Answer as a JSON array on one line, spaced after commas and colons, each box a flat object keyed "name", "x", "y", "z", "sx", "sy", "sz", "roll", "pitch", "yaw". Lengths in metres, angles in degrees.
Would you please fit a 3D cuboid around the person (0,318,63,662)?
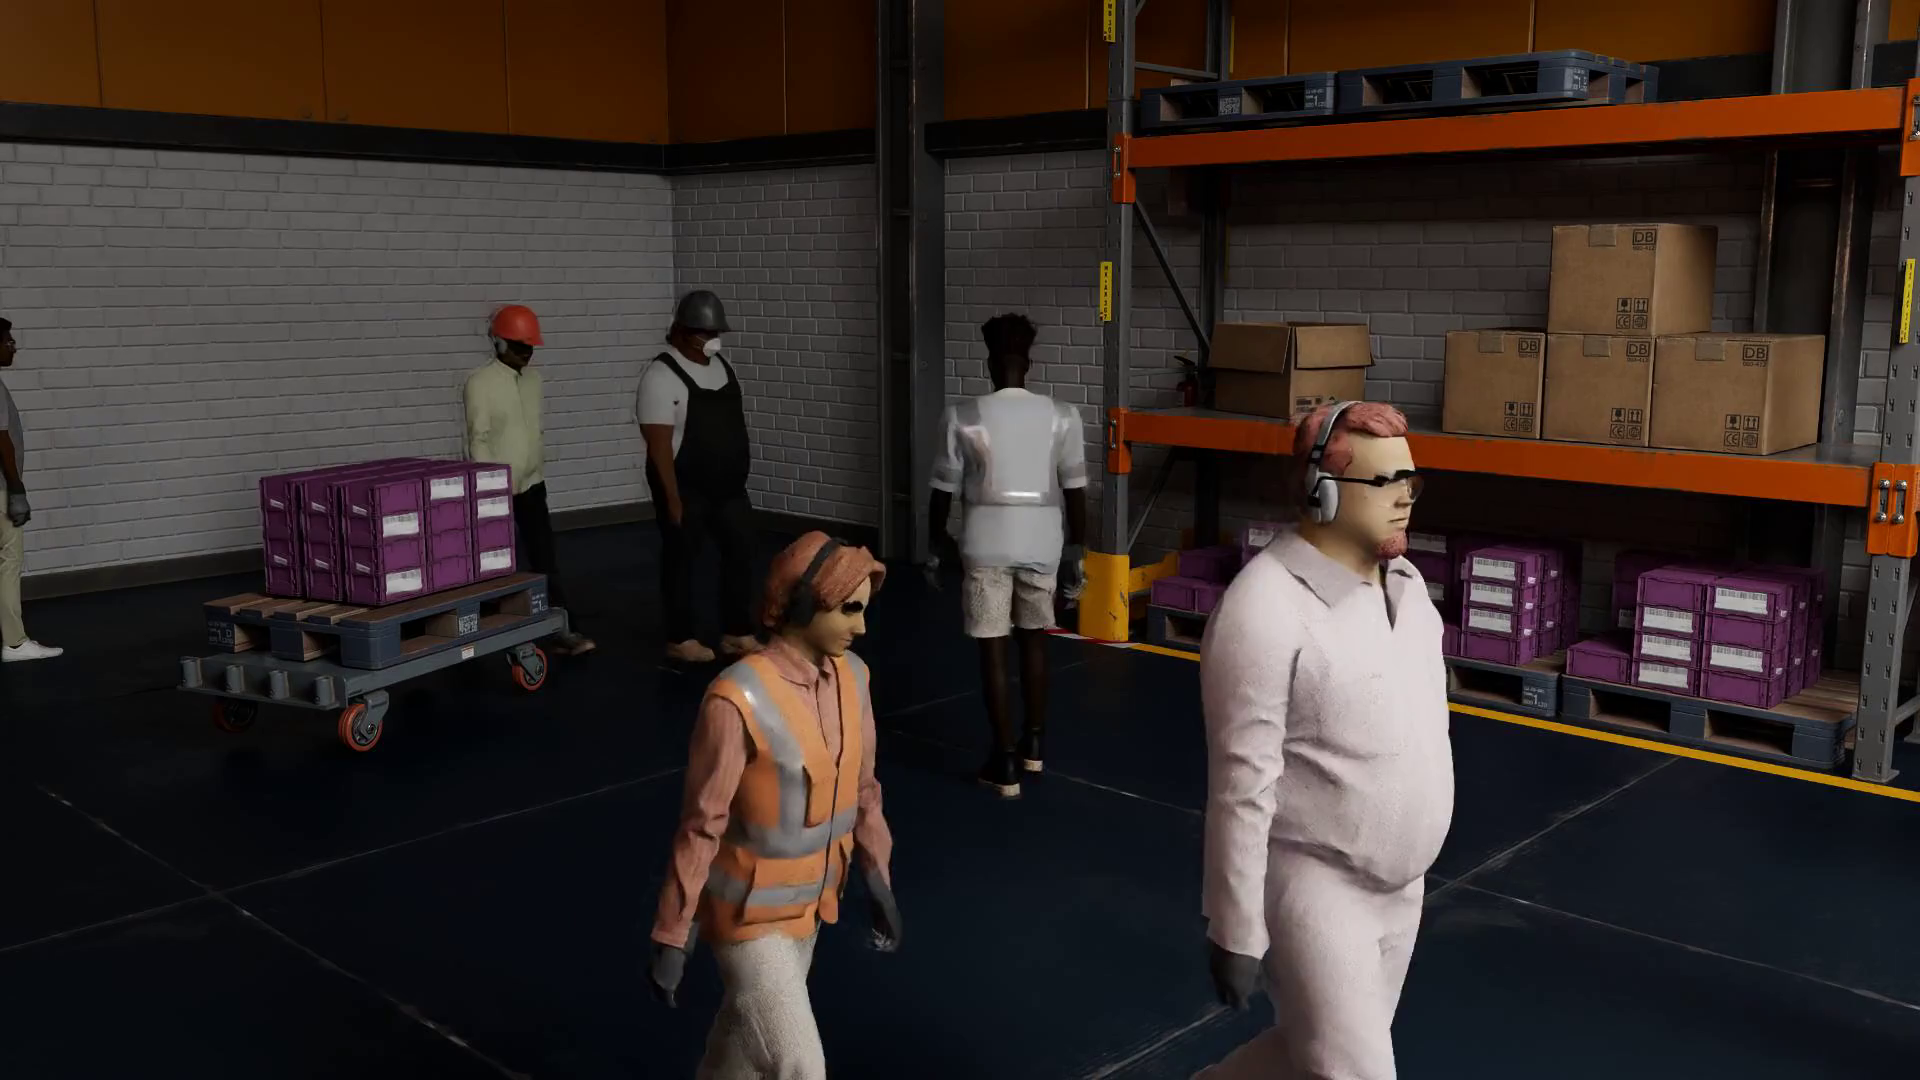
[{"name": "person", "x": -5.192, "y": -0.275, "z": 9.021, "sx": 0.514, "sy": 1.872, "sz": 0.328, "roll": 8, "pitch": 12, "yaw": 39}]

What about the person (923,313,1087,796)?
[{"name": "person", "x": 0.180, "y": 0.046, "z": 6.820, "sx": 0.634, "sy": 1.935, "sz": 0.618, "roll": -2, "pitch": 10, "yaw": -14}]

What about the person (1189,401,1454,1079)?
[{"name": "person", "x": 0.686, "y": 0.656, "z": 3.287, "sx": 0.822, "sy": 1.883, "sz": 0.650, "roll": 9, "pitch": 13, "yaw": 44}]

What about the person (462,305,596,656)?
[{"name": "person", "x": -2.473, "y": -0.320, "z": 9.142, "sx": 0.987, "sy": 1.933, "sz": 0.682, "roll": 5, "pitch": 10, "yaw": 27}]

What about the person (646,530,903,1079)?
[{"name": "person", "x": -0.320, "y": 0.779, "z": 3.378, "sx": 0.843, "sy": 1.586, "sz": 0.570, "roll": 5, "pitch": 10, "yaw": 27}]

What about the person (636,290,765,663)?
[{"name": "person", "x": -1.333, "y": -0.328, "z": 8.826, "sx": 0.711, "sy": 2.000, "sz": 0.724, "roll": 6, "pitch": 11, "yaw": 34}]
